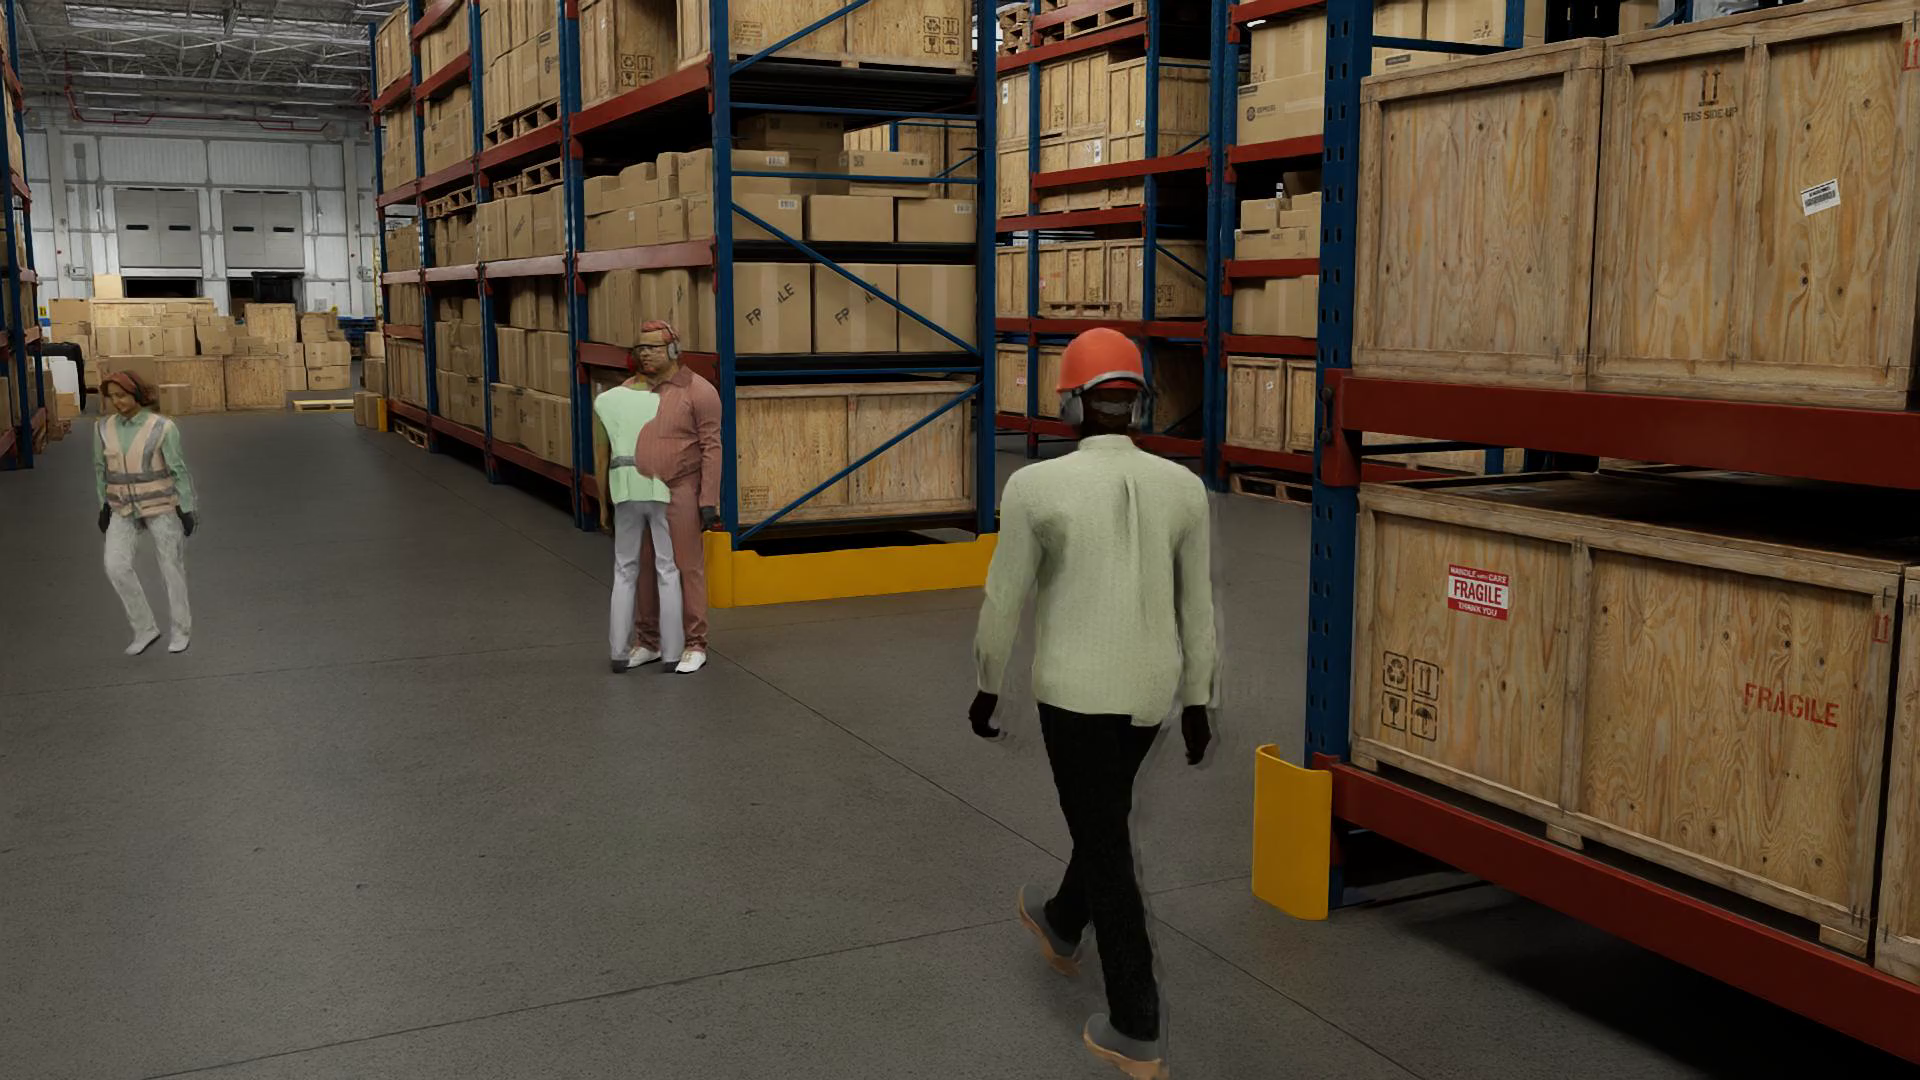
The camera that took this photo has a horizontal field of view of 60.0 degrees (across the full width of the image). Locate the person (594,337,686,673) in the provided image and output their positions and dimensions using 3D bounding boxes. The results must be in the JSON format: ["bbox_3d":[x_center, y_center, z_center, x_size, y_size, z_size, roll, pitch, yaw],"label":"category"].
[{"bbox_3d":[-1.688,-0.188,9.006,0.569,1.833,0.401,0,8,-1],"label":"person"}]

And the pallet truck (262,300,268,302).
[{"bbox_3d":[-23.913,-7.404,58.171,1.885,1.965,0.823,-1,8,-9],"label":"pallet truck"}]

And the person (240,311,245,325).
[{"bbox_3d":[-24.023,-6.892,55.901,0.363,1.631,0.532,-1,8,-7],"label":"person"}]

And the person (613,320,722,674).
[{"bbox_3d":[-1.613,-0.230,9.013,0.655,1.906,0.407,3,9,21],"label":"person"}]

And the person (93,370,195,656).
[{"bbox_3d":[-4.605,-0.144,9.389,0.622,1.615,0.509,1,8,4],"label":"person"}]

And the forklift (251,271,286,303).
[{"bbox_3d":[-20.376,-6.535,49.152,1.873,2.768,1.129,6,10,35],"label":"forklift"}]

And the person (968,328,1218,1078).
[{"bbox_3d":[0.338,0.394,4.616,0.615,1.931,1.029,-4,9,-27],"label":"person"}]
